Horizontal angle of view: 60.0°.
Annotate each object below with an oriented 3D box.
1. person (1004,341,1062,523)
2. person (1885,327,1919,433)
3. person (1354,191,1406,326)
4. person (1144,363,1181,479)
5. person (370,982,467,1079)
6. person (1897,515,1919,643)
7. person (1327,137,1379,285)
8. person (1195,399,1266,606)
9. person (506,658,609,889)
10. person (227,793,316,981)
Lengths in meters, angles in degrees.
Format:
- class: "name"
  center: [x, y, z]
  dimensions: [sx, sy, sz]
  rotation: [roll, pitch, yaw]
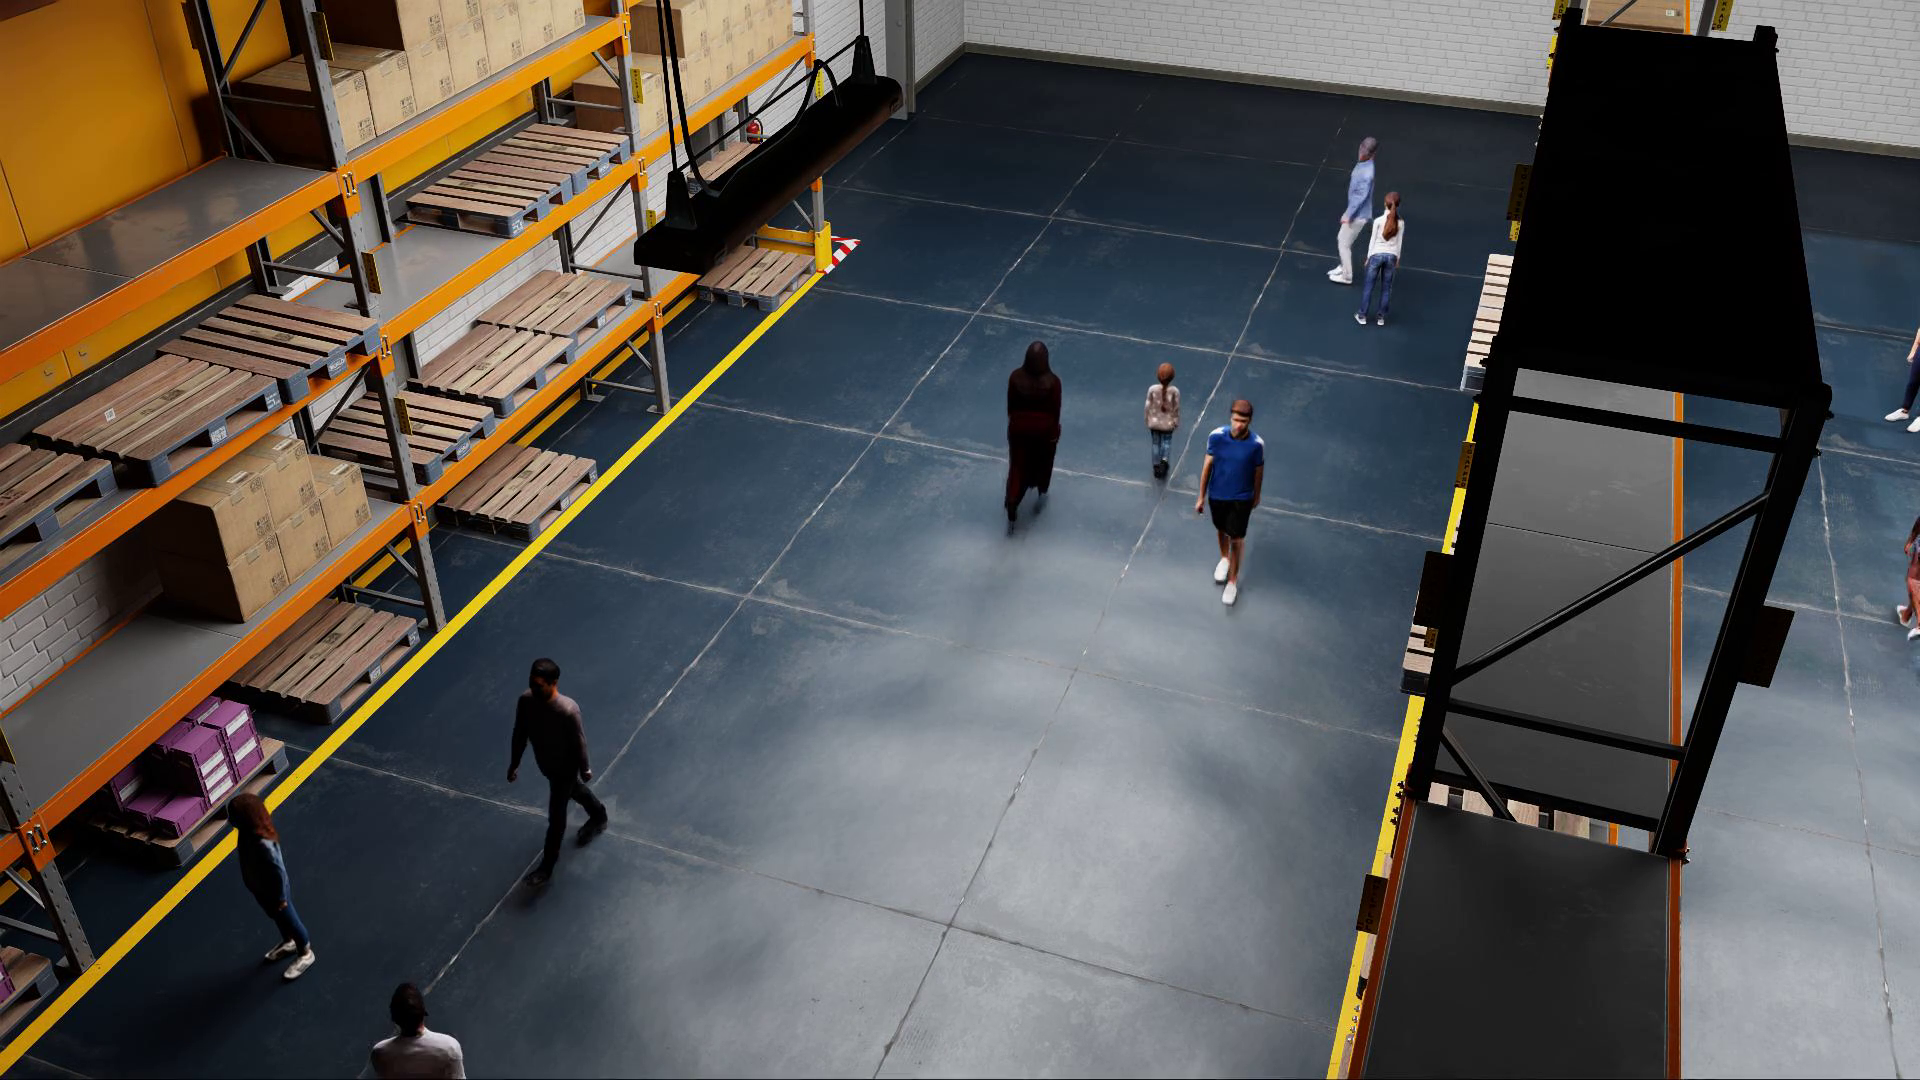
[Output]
- class: "person"
  center: [0.639, -0.950, 15.154]
  dimensions: [0.725, 1.724, 1.106]
  rotation: [8, 34, 11]
- class: "person"
  center: [9.733, -1.861, 16.611]
  dimensions: [0.699, 1.627, 0.639]
  rotation: [-15, 36, -21]
- class: "person"
  center: [4.729, -3.144, 18.606]
  dimensions: [0.617, 1.555, 0.641]
  rotation: [0, 34, 0]
- class: "person"
  center: [1.925, -1.118, 15.891]
  dimensions: [0.532, 1.186, 0.539]
  rotation: [7, 34, 10]
- class: "person"
  center: [-2.849, 3.142, 8.886]
  dimensions: [1.075, 1.846, 1.271]
  rotation: [-8, 34, -12]
- class: "person"
  center: [8.007, 0.095, 13.599]
  dimensions: [0.716, 1.703, 1.004]
  rotation: [6, 34, 10]
- class: "person"
  center: [4.663, -3.798, 19.336]
  dimensions: [0.883, 1.836, 0.660]
  rotation: [11, 35, 16]
- class: "person"
  center: [2.345, -0.442, 14.283]
  dimensions: [0.660, 1.841, 0.966]
  rotation: [13, 36, 18]
- class: "person"
  center: [-2.708, 1.493, 11.479]
  dimensions: [0.829, 1.723, 1.185]
  rotation: [17, 37, 24]
- class: "person"
  center: [-4.422, 2.189, 10.654]
  dimensions: [0.634, 1.476, 0.612]
  rotation: [27, 42, 34]
